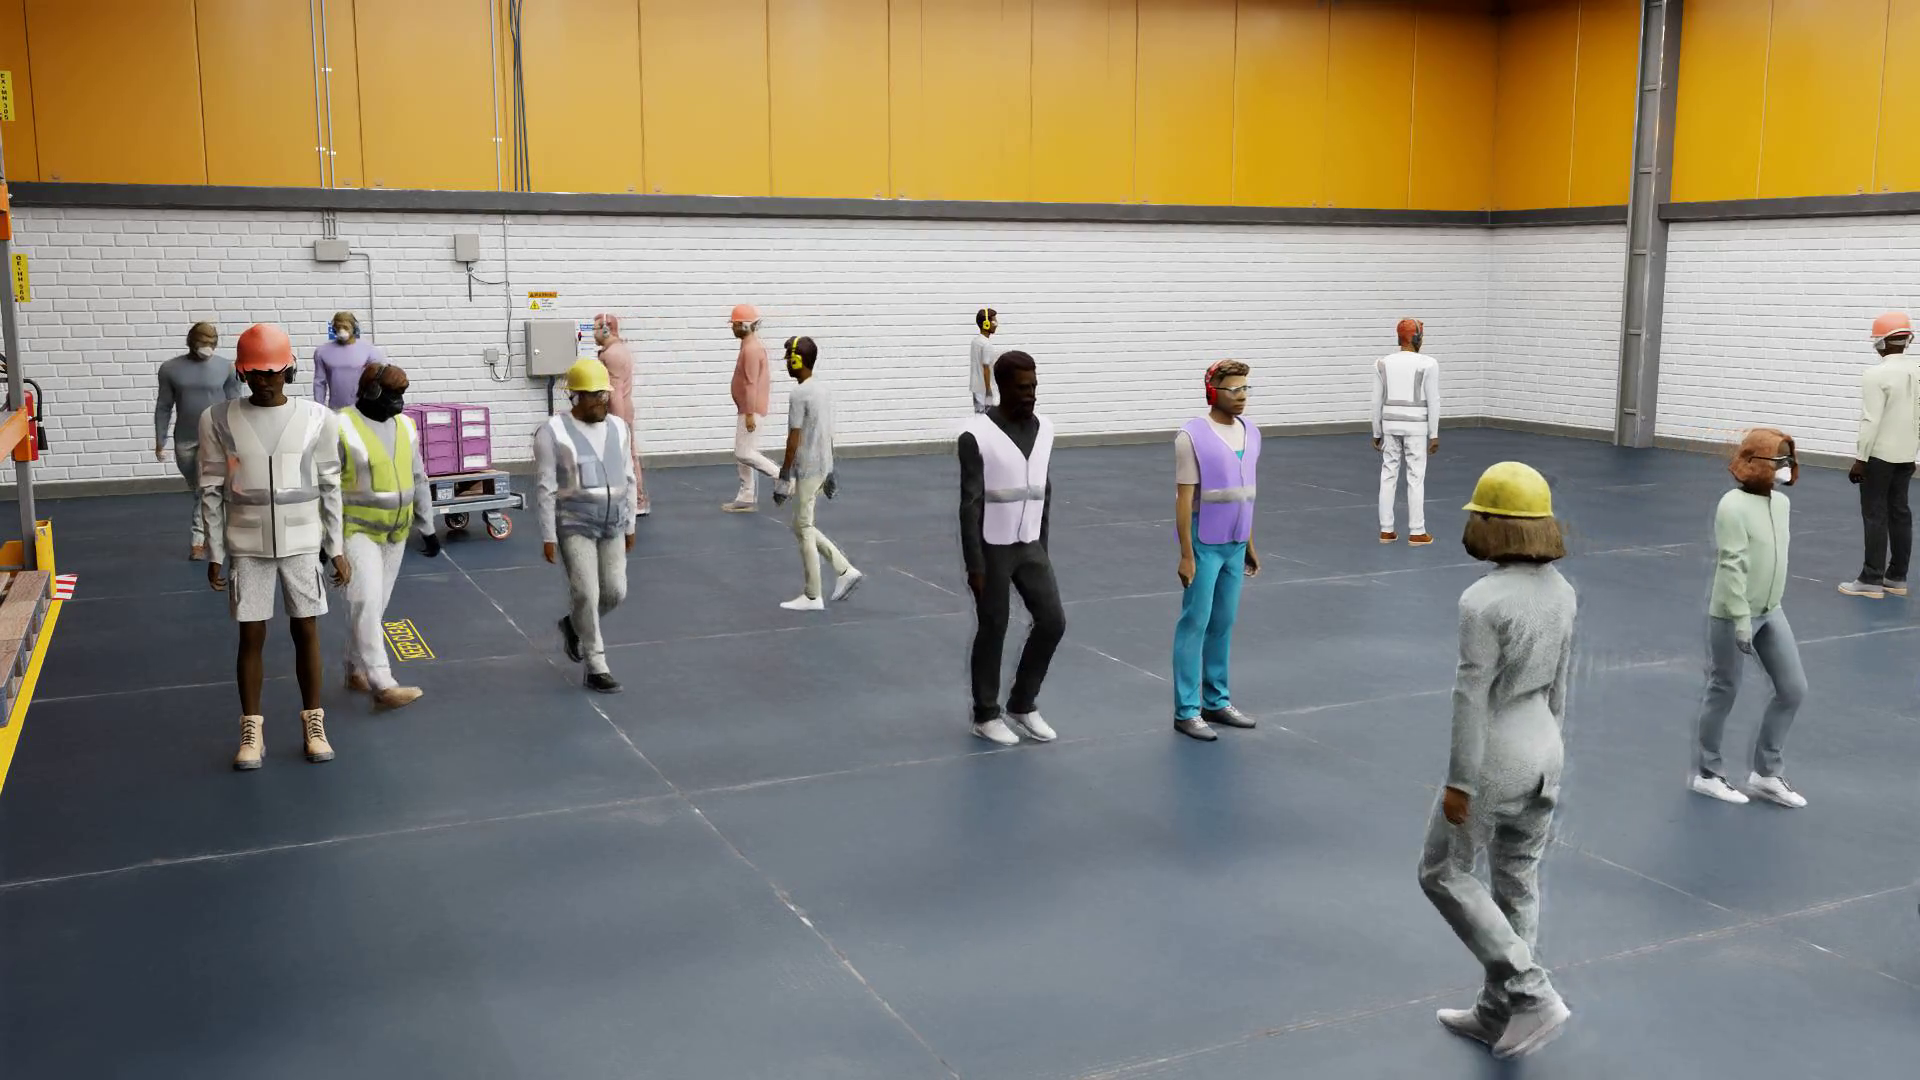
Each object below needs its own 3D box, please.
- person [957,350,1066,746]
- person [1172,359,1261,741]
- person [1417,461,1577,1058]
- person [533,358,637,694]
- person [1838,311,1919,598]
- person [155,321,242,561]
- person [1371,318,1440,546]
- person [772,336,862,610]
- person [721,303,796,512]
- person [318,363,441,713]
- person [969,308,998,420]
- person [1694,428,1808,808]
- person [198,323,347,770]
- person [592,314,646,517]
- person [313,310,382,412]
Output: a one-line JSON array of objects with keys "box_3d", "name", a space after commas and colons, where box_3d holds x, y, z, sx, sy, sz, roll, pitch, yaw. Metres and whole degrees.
[{"box_3d": [0.267, 0.053, 7.895, 0.636, 1.896, 0.560, -8, 12, -41], "name": "person"}, {"box_3d": [1.250, 0.035, 8.166, 0.564, 1.846, 0.392, -9, 12, -43], "name": "person"}, {"box_3d": [1.558, 0.641, 4.743, 0.507, 1.729, 0.403, -7, 12, -37], "name": "person"}, {"box_3d": [-2.058, -0.095, 9.094, 0.603, 1.814, 0.665, -9, 13, -44], "name": "person"}, {"box_3d": [6.452, -0.586, 11.600, 0.624, 1.992, 0.411, -4, 10, -25], "name": "person"}, {"box_3d": [-6.088, -0.824, 13.400, 0.656, 1.891, 0.996, -2, 9, -10], "name": "person"}, {"box_3d": [3.699, -0.893, 13.808, 0.573, 1.885, 0.357, 7, 12, 37], "name": "person"}, {"box_3d": [-0.990, -0.428, 11.061, 0.477, 1.848, 0.498, 2, 9, 14], "name": "person"}, {"box_3d": [-1.915, -1.229, 15.610, 0.623, 1.973, 0.632, -1, 9, -8], "name": "person"}, {"box_3d": [-3.025, -0.023, 8.723, 0.852, 1.791, 0.654, 5, 10, 27], "name": "person"}, {"box_3d": [0.266, -1.603, 18.258, 0.330, 1.872, 0.512, -3, 10, -15], "name": "person"}, {"box_3d": [3.362, 0.342, 6.972, 0.505, 1.616, 0.553, -5, 10, -29], "name": "person"}, {"box_3d": [-3.128, 0.033, 7.609, 0.605, 2.033, 0.392, -4, 10, -23], "name": "person"}, {"box_3d": [-3.313, -1.126, 15.272, 0.880, 1.871, 0.683, 0, 9, -3], "name": "person"}, {"box_3d": [-5.777, -1.231, 15.821, 0.639, 1.920, 0.831, 0, 9, 0], "name": "person"}]
